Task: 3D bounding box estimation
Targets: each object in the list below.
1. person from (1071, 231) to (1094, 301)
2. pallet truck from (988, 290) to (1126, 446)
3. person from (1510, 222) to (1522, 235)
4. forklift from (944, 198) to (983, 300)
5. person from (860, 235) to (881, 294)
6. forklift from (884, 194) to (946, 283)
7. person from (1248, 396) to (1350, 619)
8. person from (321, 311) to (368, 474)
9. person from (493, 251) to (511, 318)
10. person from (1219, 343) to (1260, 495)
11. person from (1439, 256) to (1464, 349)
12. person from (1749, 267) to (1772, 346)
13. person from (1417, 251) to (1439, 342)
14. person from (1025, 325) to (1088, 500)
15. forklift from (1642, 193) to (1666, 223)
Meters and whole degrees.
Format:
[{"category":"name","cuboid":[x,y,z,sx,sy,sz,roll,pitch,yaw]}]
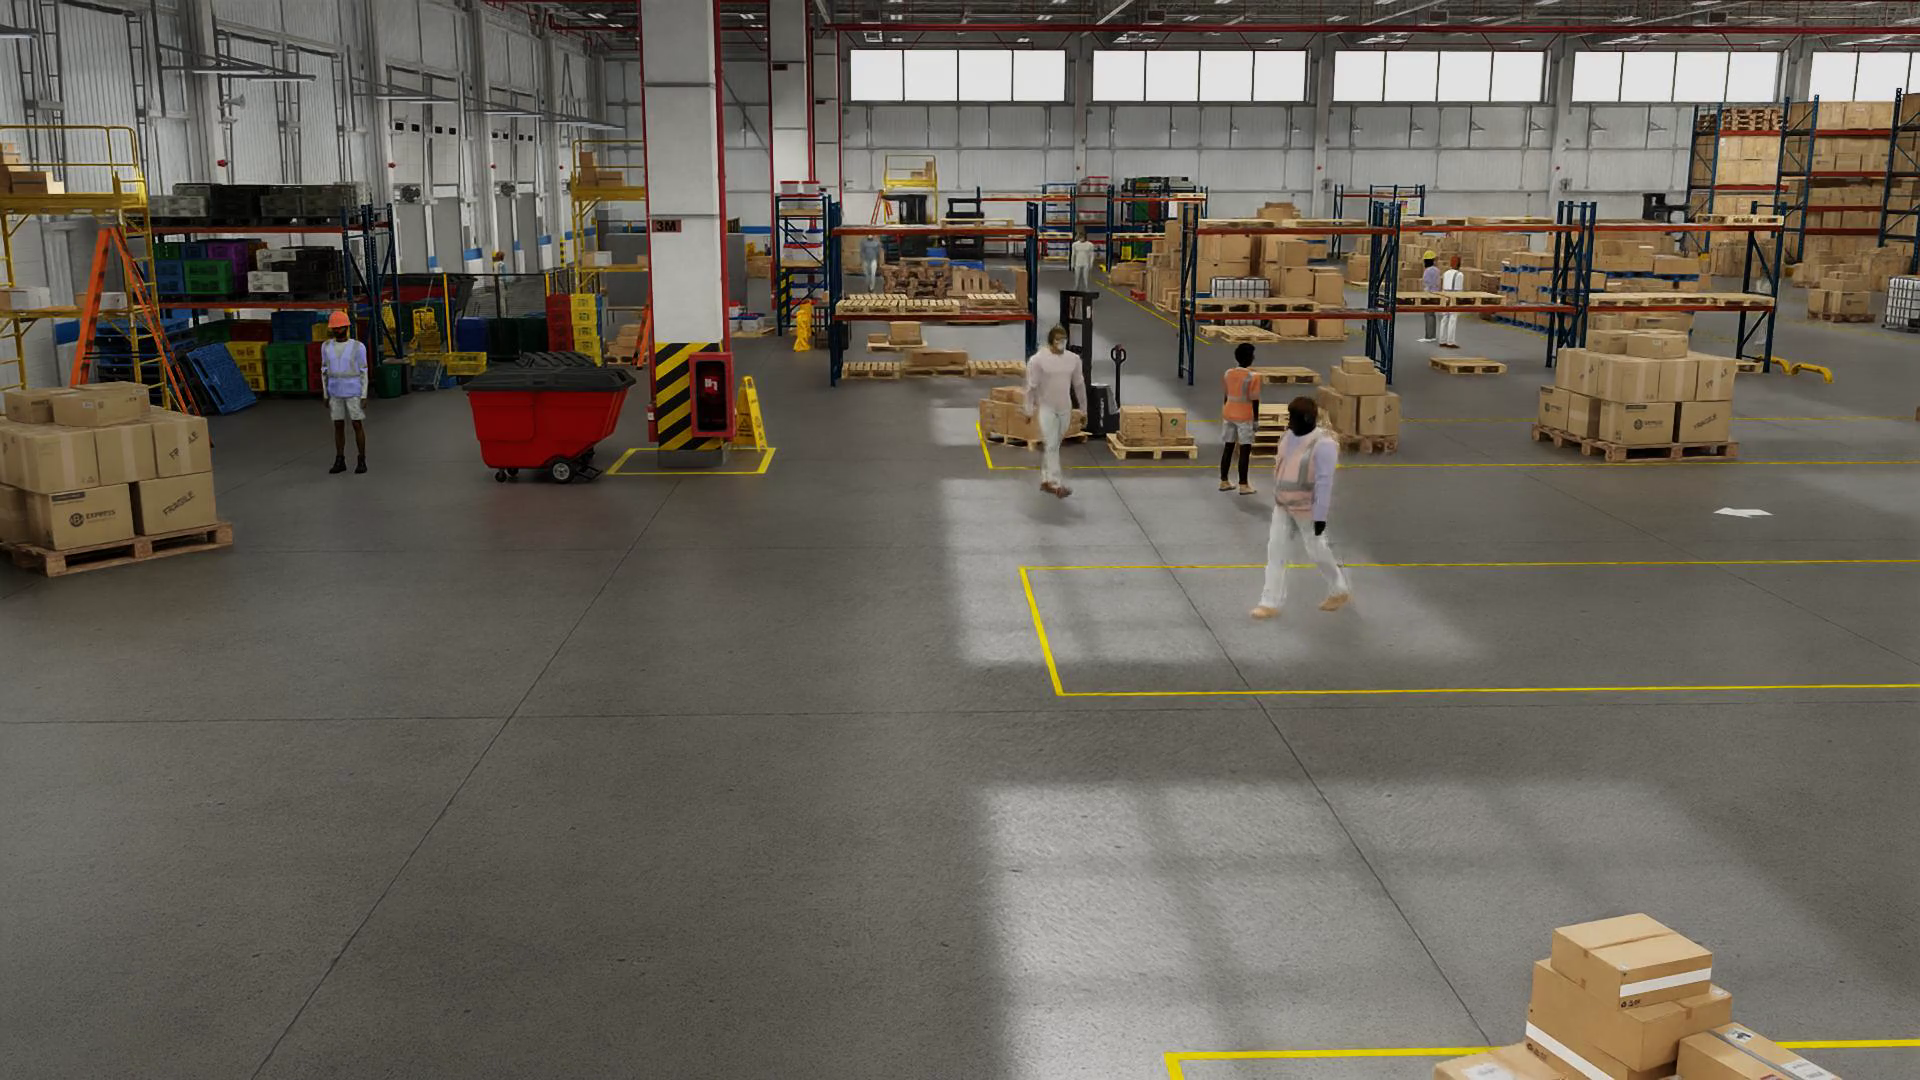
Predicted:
[{"category":"person","cuboid":[3.399,-7.610,46.237,0.627,1.935,0.373,2,13,9]},{"category":"pallet truck","cuboid":[1.257,-2.299,22.111,1.885,1.965,0.823,-9,15,-35]},{"category":"person","cuboid":[18.928,-9.960,56.894,0.555,1.917,0.628,-8,15,-33]},{"category":"forklift","cuboid":[0.137,-8.217,46.819,1.129,2.768,1.873,1,13,3]},{"category":"person","cuboid":[-2.639,-8.240,49.128,0.634,1.922,0.805,1,13,3]},{"category":"forklift","cuboid":[-1.391,-9.790,53.922,1.873,2.768,1.129,-7,14,-28]},{"category":"person","cuboid":[2.797,-0.269,13.391,0.930,1.808,0.634,-7,14,-29]},{"category":"person","cuboid":[-7.312,-1.750,19.767,0.545,1.939,0.354,0,12,0]},{"category":"person","cuboid":[-11.279,-6.262,40.844,0.313,1.634,0.515,-10,16,-39]},{"category":"person","cuboid":[3.133,-1.354,18.553,0.321,1.689,0.532,-10,16,-37]},{"category":"person","cuboid":[9.986,-4.813,33.749,0.349,1.877,0.577,-5,13,-22]},{"category":"person","cuboid":[16.504,-4.811,34.317,0.648,1.615,0.541,-4,13,-18]},{"category":"person","cuboid":[9.899,-5.138,35.125,0.401,1.919,0.581,8,15,31]},{"category":"person","cuboid":[1.103,-1.392,18.246,0.662,1.888,0.993,-5,14,-23]},{"category":"forklift","cuboid":[23.749,-10.513,57.188,1.129,2.768,1.873,-10,16,-37]}]
